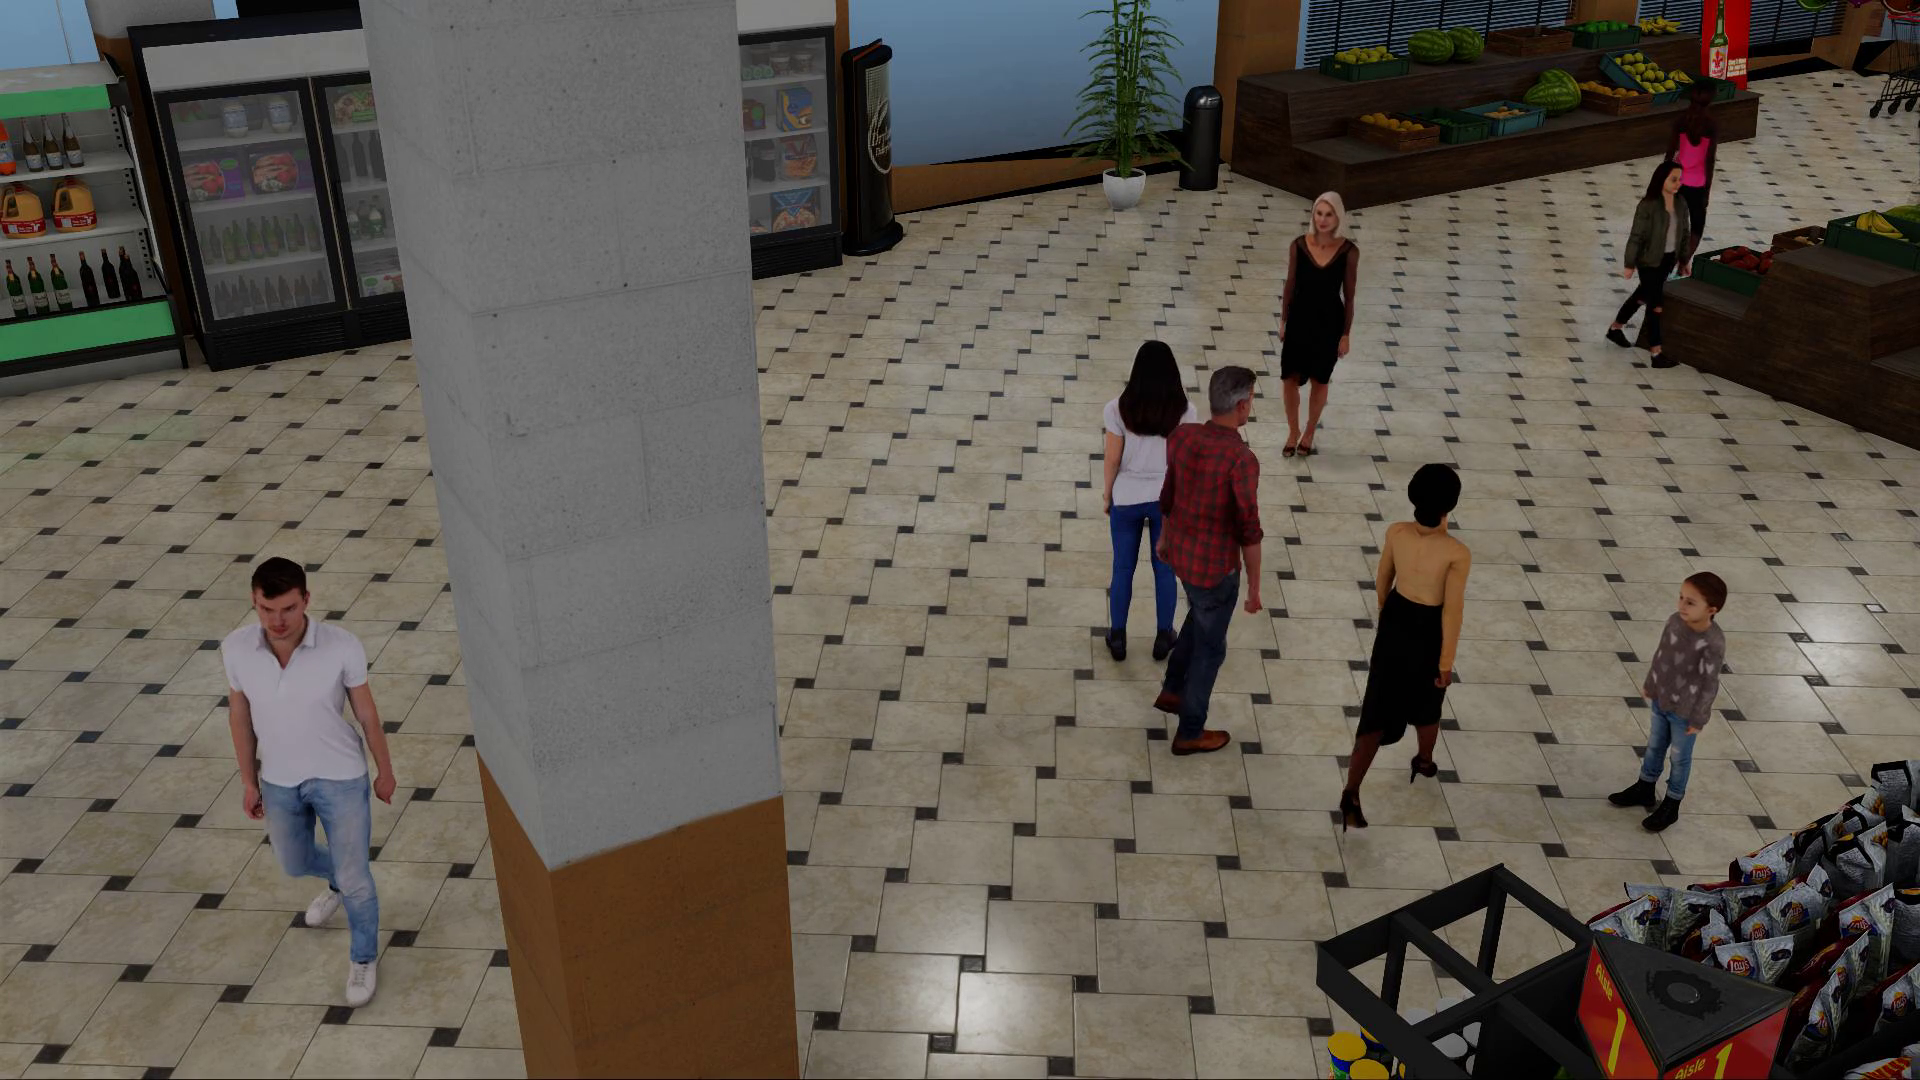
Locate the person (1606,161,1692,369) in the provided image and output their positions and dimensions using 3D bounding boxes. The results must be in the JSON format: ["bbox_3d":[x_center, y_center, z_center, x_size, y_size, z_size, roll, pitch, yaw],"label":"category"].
[{"bbox_3d":[4.975,-2.005,12.035,0.966,1.436,0.711,-11,29,-20],"label":"person"}]

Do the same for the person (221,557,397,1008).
[{"bbox_3d":[-2.322,0.823,6.025,0.974,1.827,0.987,1,27,2],"label":"person"}]

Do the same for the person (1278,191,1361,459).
[{"bbox_3d":[2.248,-1.348,10.409,0.752,1.734,0.795,11,29,21],"label":"person"}]

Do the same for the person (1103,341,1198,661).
[{"bbox_3d":[0.913,-0.166,8.133,0.645,1.684,0.739,2,27,5],"label":"person"}]

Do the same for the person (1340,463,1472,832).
[{"bbox_3d":[1.831,0.490,6.913,0.809,1.618,1.078,21,34,36],"label":"person"}]

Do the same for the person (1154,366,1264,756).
[{"bbox_3d":[1.029,0.114,7.443,0.676,1.809,0.780,-13,30,-24],"label":"person"}]

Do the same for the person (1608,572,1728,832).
[{"bbox_3d":[3.048,0.666,7.034,0.511,1.194,0.516,-9,28,-17],"label":"person"}]

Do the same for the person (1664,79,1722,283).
[{"bbox_3d":[5.753,-2.790,13.282,0.683,1.708,0.735,21,33,35],"label":"person"}]
